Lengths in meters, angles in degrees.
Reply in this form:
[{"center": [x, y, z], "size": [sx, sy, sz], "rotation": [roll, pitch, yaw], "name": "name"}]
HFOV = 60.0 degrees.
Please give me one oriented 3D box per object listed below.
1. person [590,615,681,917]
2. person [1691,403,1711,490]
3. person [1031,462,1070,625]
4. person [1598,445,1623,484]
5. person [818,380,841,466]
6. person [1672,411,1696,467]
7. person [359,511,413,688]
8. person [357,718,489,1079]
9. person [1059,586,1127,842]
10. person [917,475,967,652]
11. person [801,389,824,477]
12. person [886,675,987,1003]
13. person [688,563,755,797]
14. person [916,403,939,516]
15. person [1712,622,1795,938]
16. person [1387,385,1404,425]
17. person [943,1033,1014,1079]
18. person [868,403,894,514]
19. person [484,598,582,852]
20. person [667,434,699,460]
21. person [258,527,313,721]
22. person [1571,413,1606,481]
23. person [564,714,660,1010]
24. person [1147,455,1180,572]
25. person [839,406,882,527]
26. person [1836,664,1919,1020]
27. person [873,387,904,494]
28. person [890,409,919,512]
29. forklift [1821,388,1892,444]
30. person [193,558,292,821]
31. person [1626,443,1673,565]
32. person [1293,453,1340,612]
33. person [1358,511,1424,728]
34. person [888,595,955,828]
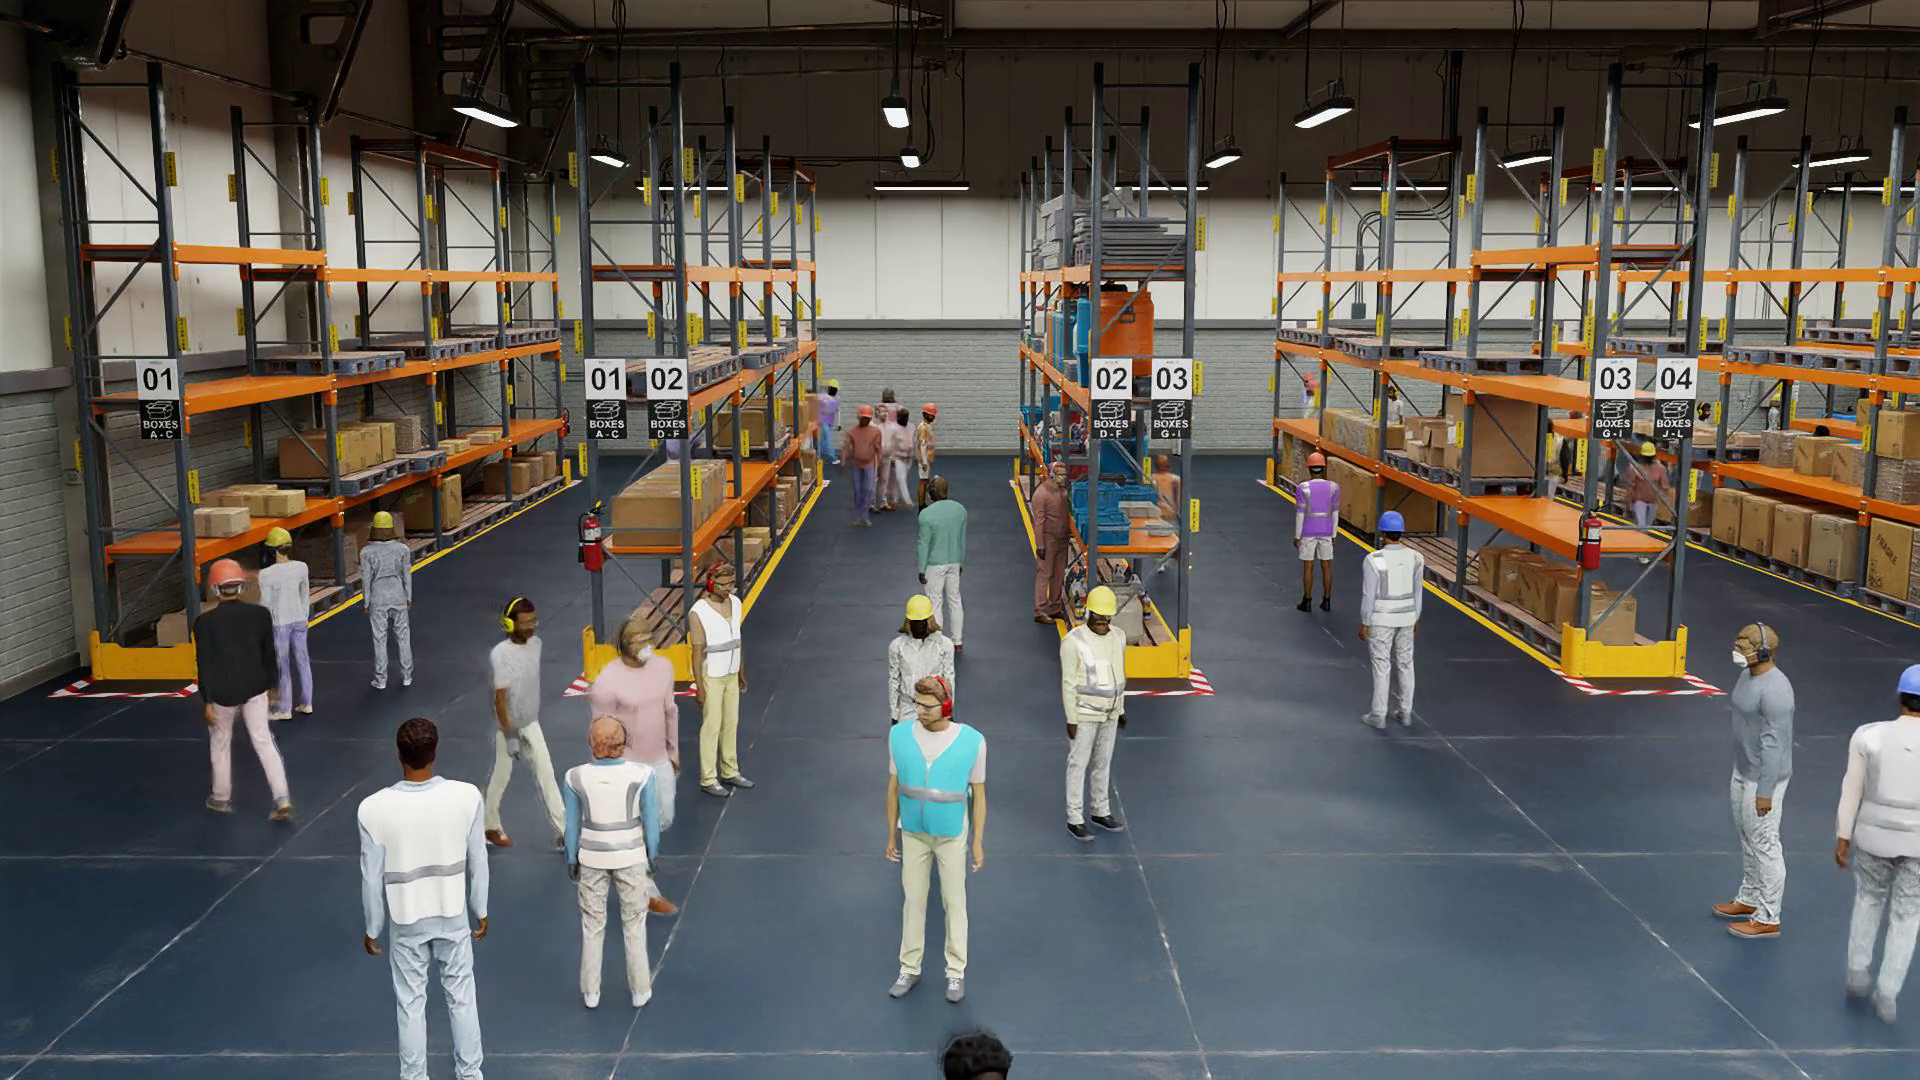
[{"center": [-2.076, 1.399, 10.532], "size": [0.670, 1.926, 0.639], "rotation": [6, 11, 35], "name": "person"}, {"center": [13.080, -1.503, 29.416], "size": [0.499, 1.861, 0.327], "rotation": [-8, 12, -41], "name": "person"}, {"center": [1.103, 0.028, 19.439], "size": [0.400, 1.897, 0.648], "rotation": [6, 11, 35], "name": "person"}, {"center": [12.731, -1.984, 32.695], "size": [0.595, 1.806, 0.806], "rotation": [-6, 10, -32], "name": "person"}, {"center": [-2.861, -2.539, 36.038], "size": [1.008, 1.869, 0.620], "rotation": [7, 11, 38], "name": "person"}, {"center": [15.486, -2.356, 35.731], "size": [0.811, 1.596, 0.507], "rotation": [-4, 10, -23], "name": "person"}, {"center": [-5.632, 0.584, 16.339], "size": [0.487, 1.744, 0.297], "rotation": [-5, 10, -31], "name": "person"}, {"center": [-2.555, 1.796, 7.978], "size": [0.587, 1.920, 0.392], "rotation": [-4, 10, -25], "name": "person"}, {"center": [0.982, 1.227, 11.940], "size": [0.589, 1.827, 0.404], "rotation": [-7, 11, -38], "name": "person"}, {"center": [-0.196, 0.274, 17.743], "size": [0.630, 1.933, 0.364], "rotation": [-7, 11, -38], "name": "person"}, {"center": [-3.124, -2.187, 33.916], "size": [0.724, 1.817, 0.627], "rotation": [8, 12, 40], "name": "person"}, {"center": [-0.130, 1.639, 9.245], "size": [0.563, 1.839, 0.393], "rotation": [2, 9, 15], "name": "person"}, {"center": [-1.884, 1.075, 12.914], "size": [0.410, 1.831, 0.570], "rotation": [5, 10, 29], "name": "person"}, {"center": [-0.551, -1.369, 28.320], "size": [0.388, 1.926, 0.546], "rotation": [1, 9, 8], "name": "person"}, {"center": [4.869, 1.454, 10.167], "size": [0.380, 1.931, 0.625], "rotation": [1, 9, 9], "name": "person"}, {"center": [8.965, -2.267, 34.353], "size": [0.372, 1.853, 0.496], "rotation": [-3, 9, -19], "name": "person"}, {"center": [0.027, 2.331, 5.319], "size": [0.543, 1.673, 0.712], "rotation": [-4, 10, -24], "name": "person"}, {"center": [-1.369, -1.408, 28.673], "size": [0.399, 1.900, 0.647], "rotation": [7, 11, 39], "name": "person"}, {"center": [-2.995, 1.296, 11.509], "size": [0.990, 1.814, 0.531], "rotation": [6, 10, 32], "name": "person"}, {"center": [-4.354, -0.972, 25.896], "size": [0.652, 1.883, 0.717], "rotation": [-2, 9, -10], "name": "person"}, {"center": [-6.138, 0.760, 15.127], "size": [0.301, 1.772, 0.524], "rotation": [5, 10, 28], "name": "person"}, {"center": [12.575, -2.094, 33.140], "size": [0.843, 1.879, 0.660], "rotation": [9, 12, 44], "name": "person"}, {"center": [-1.903, 1.765, 9.115], "size": [0.516, 1.632, 0.317], "rotation": [0, 9, -2], "name": "person"}, {"center": [2.771, -0.375, 22.972], "size": [0.536, 1.586, 0.856], "rotation": [-1, 9, -3], "name": "person"}, {"center": [-1.626, -1.212, 27.176], "size": [0.721, 1.963, 0.587], "rotation": [0, 9, -2], "name": "person"}, {"center": [5.153, 1.626, 9.110], "size": [0.602, 1.907, 0.695], "rotation": [6, 11, 34], "name": "person"}, {"center": [-1.399, -1.916, 31.468], "size": [0.688, 2.000, 0.867], "rotation": [-3, 9, -19], "name": "person"}, {"center": [-0.973, -1.392, 28.960], "size": [0.623, 1.783, 1.003], "rotation": [-7, 11, -40], "name": "person"}, {"center": [20.072, -3.110, 36.462], "size": [1.873, 2.768, 1.129], "rotation": [0, 9, 0], "name": "forklift"}, {"center": [-5.294, 1.112, 12.303], "size": [0.987, 1.957, 0.632], "rotation": [8, 12, 40], "name": "person"}, {"center": [9.698, -0.500, 23.385], "size": [0.541, 1.723, 0.869], "rotation": [0, 9, -1], "name": "person"}, {"center": [4.289, -0.089, 20.079], "size": [0.543, 1.927, 0.375], "rotation": [-1, 9, -7], "name": "person"}, {"center": [3.841, 0.711, 14.866], "size": [0.605, 1.948, 0.404], "rotation": [-3, 9, -17], "name": "person"}, {"center": [-0.279, 1.249, 12.091], "size": [0.485, 1.736, 0.322], "rotation": [0, 9, 1], "name": "person"}]
